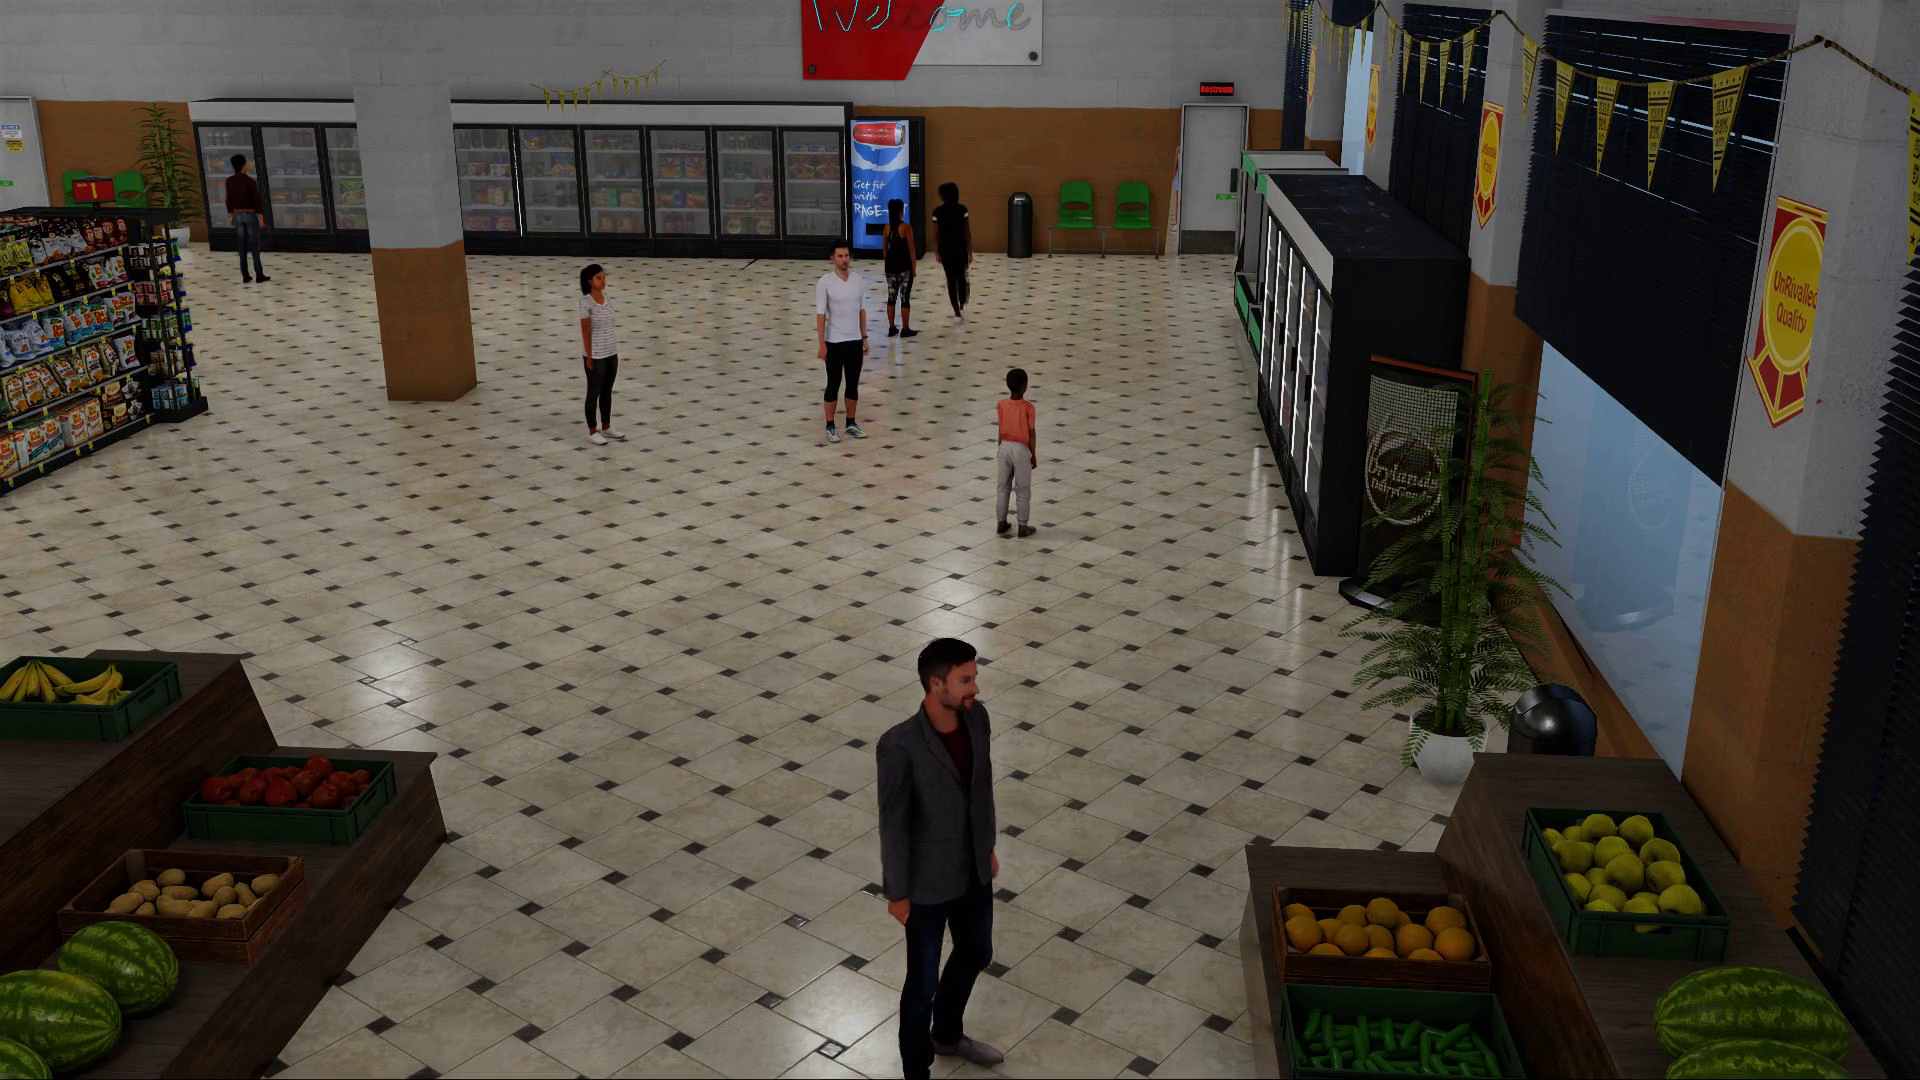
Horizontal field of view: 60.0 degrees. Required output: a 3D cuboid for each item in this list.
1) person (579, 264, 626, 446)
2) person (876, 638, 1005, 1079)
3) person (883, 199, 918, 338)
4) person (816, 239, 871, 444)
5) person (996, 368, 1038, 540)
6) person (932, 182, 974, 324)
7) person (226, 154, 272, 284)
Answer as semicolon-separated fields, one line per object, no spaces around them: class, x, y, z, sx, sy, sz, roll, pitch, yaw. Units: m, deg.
person;-3.326;-1.719;15.314;0.699;1.646;0.575;9;21;25
person;-0.062;1.235;6.203;0.794;1.870;0.872;-15;23;-37
person;-0.732;-3.261;19.882;0.658;1.648;0.661;10;21;28
person;-1.084;-1.853;15.391;0.755;1.851;0.777;-11;22;-30
person;0.421;-0.667;12.722;0.533;1.307;0.554;10;21;27
person;-0.085;-3.533;20.583;0.783;1.716;1.015;-1;19;-3
person;-10.070;-4.530;23.442;0.650;1.779;0.496;2;19;6
